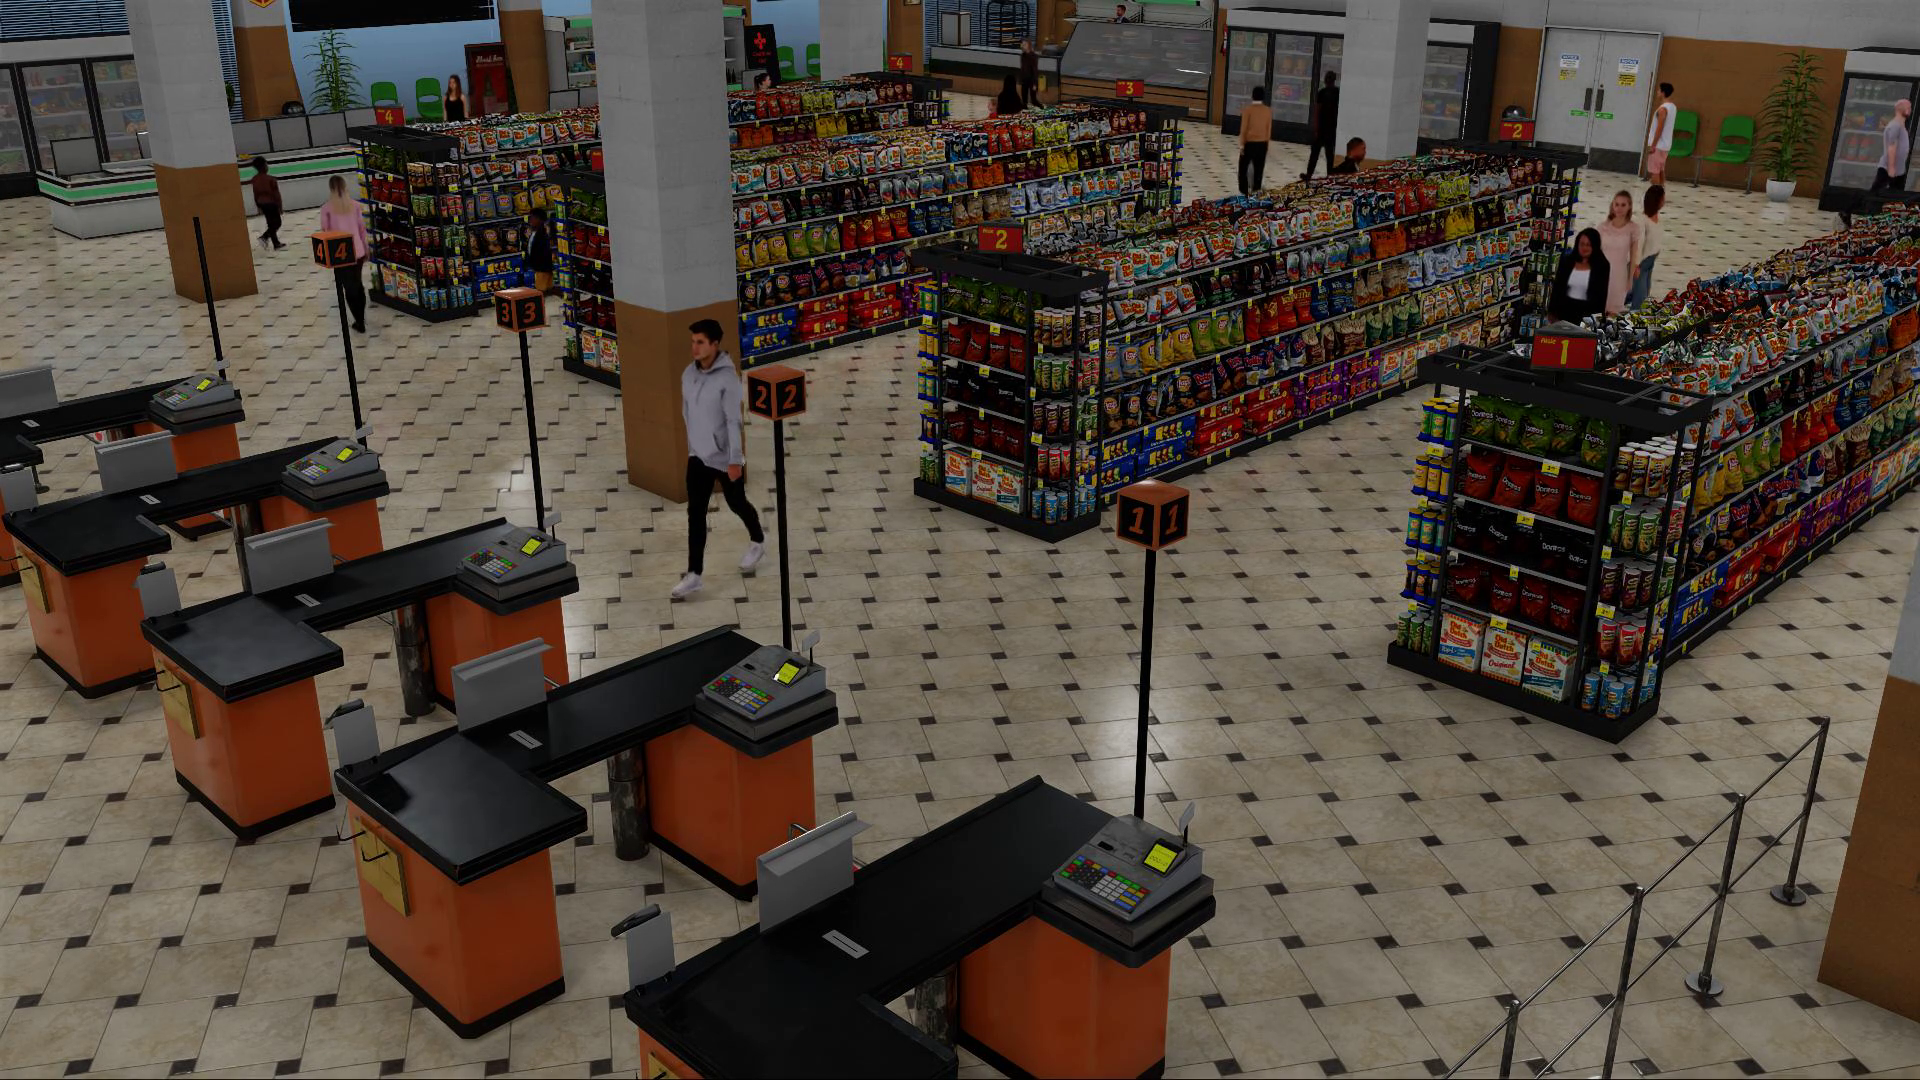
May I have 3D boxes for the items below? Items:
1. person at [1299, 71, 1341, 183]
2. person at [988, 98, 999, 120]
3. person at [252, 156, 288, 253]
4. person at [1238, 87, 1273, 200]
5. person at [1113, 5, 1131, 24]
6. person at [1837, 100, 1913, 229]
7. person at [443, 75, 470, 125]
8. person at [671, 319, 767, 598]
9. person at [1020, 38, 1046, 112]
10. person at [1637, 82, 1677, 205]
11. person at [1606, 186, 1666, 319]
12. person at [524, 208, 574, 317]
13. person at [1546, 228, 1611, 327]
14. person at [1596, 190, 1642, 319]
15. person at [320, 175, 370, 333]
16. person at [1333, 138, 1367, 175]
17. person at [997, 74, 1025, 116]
[{"bbox_3d":[5.829,-6.448,26.229,1.059,1.793,0.997,-8,23,-20],"label":"person"},{"bbox_3d":[0.560,-6.581,27.245,0.622,1.282,0.569,-2,22,-4],"label":"person"},{"bbox_3d":[-9.122,-4.398,21.862,0.740,1.244,0.873,6,23,14],"label":"person"},{"bbox_3d":[4.415,-5.845,24.803,0.835,1.738,0.900,-3,22,-8],"label":"person"},{"bbox_3d":[3.712,-11.421,38.505,0.630,1.867,0.560,20,29,40],"label":"person"},{"bbox_3d":[12.713,-5.120,22.914,0.830,1.800,1.190,16,27,35],"label":"person"},{"bbox_3d":[-8.004,-6.569,26.631,0.813,1.719,0.900,4,22,9],"label":"person"},{"bbox_3d":[-1.627,-0.601,11.555,0.923,1.885,1.284,12,25,27],"label":"person"},{"bbox_3d":[1.420,-8.963,32.636,0.662,1.683,0.951,17,28,37],"label":"person"},{"bbox_3d":[10.542,-5.960,25.025,0.711,1.786,0.497,18,28,38],"label":"person"},{"bbox_3d":[7.135,-2.923,17.631,0.683,1.663,0.788,20,29,40],"label":"person"},{"bbox_3d":[-4.598,-3.077,18.565,0.897,1.253,0.643,-13,25,-29],"label":"person"},{"bbox_3d":[5.920,-2.181,15.913,0.880,1.567,1.183,11,25,26],"label":"person"},{"bbox_3d":[6.504,-2.584,16.576,0.634,1.821,0.698,15,26,33],"label":"person"},{"bbox_3d":[-6.606,-3.077,18.006,0.685,1.670,0.677,-19,29,-39],"label":"person"},{"bbox_3d":[4.358,-3.708,19.312,0.971,1.866,0.759,18,28,38],"label":"person"},{"bbox_3d":[0.780,-6.481,26.361,0.661,1.756,0.703,-15,26,-33],"label":"person"}]
